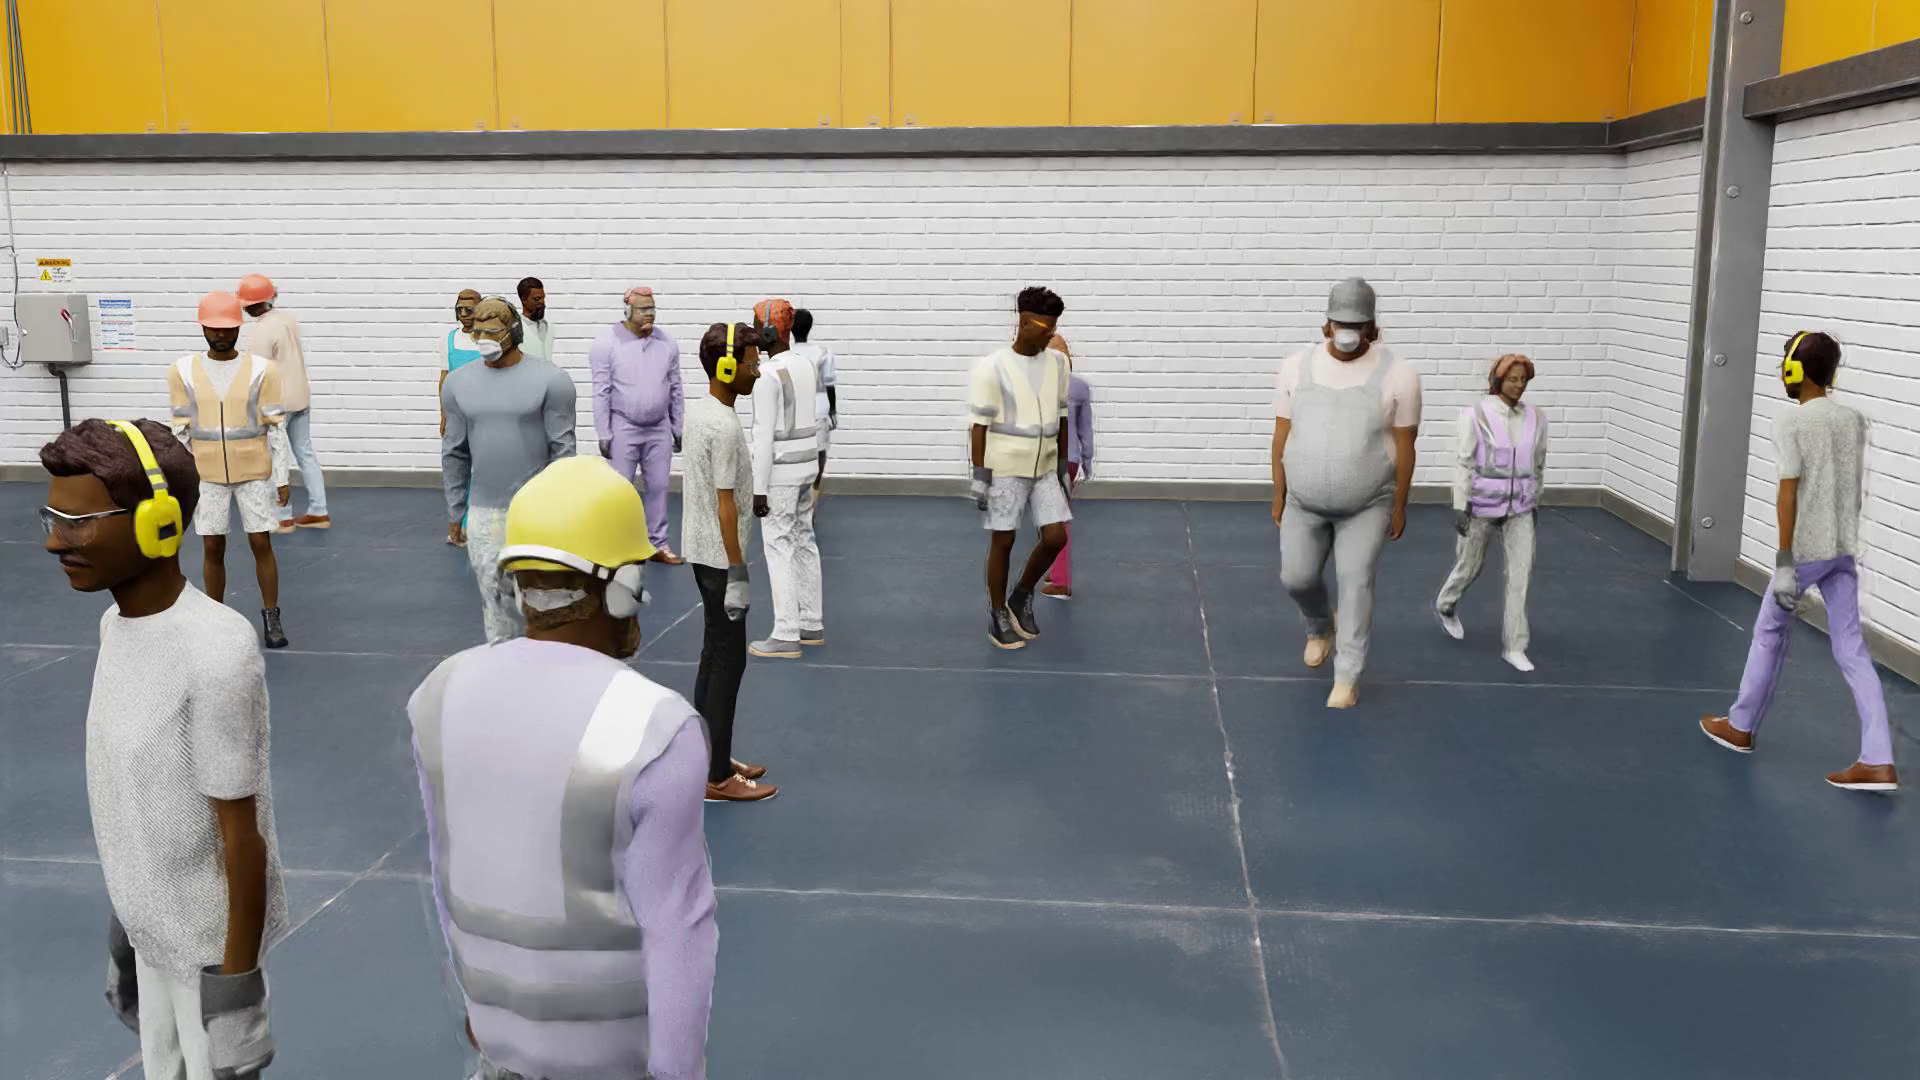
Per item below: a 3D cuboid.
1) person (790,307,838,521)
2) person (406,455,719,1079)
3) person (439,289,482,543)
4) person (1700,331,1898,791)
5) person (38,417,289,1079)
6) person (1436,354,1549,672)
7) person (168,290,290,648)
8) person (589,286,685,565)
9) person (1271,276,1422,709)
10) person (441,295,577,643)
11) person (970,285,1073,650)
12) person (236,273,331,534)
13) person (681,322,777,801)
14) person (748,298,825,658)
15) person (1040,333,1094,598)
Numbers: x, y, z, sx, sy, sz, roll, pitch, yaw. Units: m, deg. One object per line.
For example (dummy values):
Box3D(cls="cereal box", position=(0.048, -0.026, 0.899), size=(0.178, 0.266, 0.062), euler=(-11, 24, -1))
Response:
Box3D(cls="person", position=(-1.234, -0.981, 13.043), size=(0.536, 1.679, 0.704), euler=(0, 10, 3))
Box3D(cls="person", position=(-0.654, 0.772, 2.700), size=(0.604, 1.814, 0.762), euler=(6, 11, 29))
Box3D(cls="person", position=(-3.521, -0.889, 12.062), size=(0.505, 1.847, 0.344), euler=(0, 10, -2))
Box3D(cls="person", position=(3.462, 0.069, 6.724), size=(0.545, 1.800, 0.989), euler=(-3, 10, -15))
Box3D(cls="person", position=(-1.323, 0.716, 2.839), size=(0.511, 1.862, 0.324), euler=(9, 14, 43))
Box3D(cls="person", position=(2.763, -0.176, 8.665), size=(0.533, 1.608, 0.768), euler=(-2, 10, -10))
Box3D(cls="person", position=(-3.848, -0.352, 8.792), size=(0.558, 1.924, 0.421), euler=(-3, 10, -15))
Box3D(cls="person", position=(-2.121, -0.736, 11.076), size=(0.662, 1.895, 0.406), euler=(-7, 12, -35))
Box3D(cls="person", position=(1.809, -0.257, 7.882), size=(0.689, 2.000, 0.693), euler=(5, 11, 26))
Box3D(cls="person", position=(-2.032, -0.135, 7.523), size=(0.635, 1.929, 0.382), euler=(1, 10, 7))
Box3D(cls="person", position=(0.340, -0.373, 8.850), size=(0.683, 1.936, 0.434), euler=(-6, 11, -30))
Box3D(cls="person", position=(-5.090, -1.022, 12.510), size=(0.450, 1.951, 0.676), euler=(1, 10, 7))
Box3D(cls="person", position=(-0.898, 0.092, 6.431), size=(0.341, 1.857, 0.524), euler=(-4, 11, -20))
Box3D(cls="person", position=(-0.923, -0.323, 8.741), size=(0.344, 1.876, 0.578), euler=(4, 11, 20))
Box3D(cls="person", position=(0.542, -0.466, 10.280), size=(0.507, 1.614, 0.592), euler=(-6, 12, -32))
